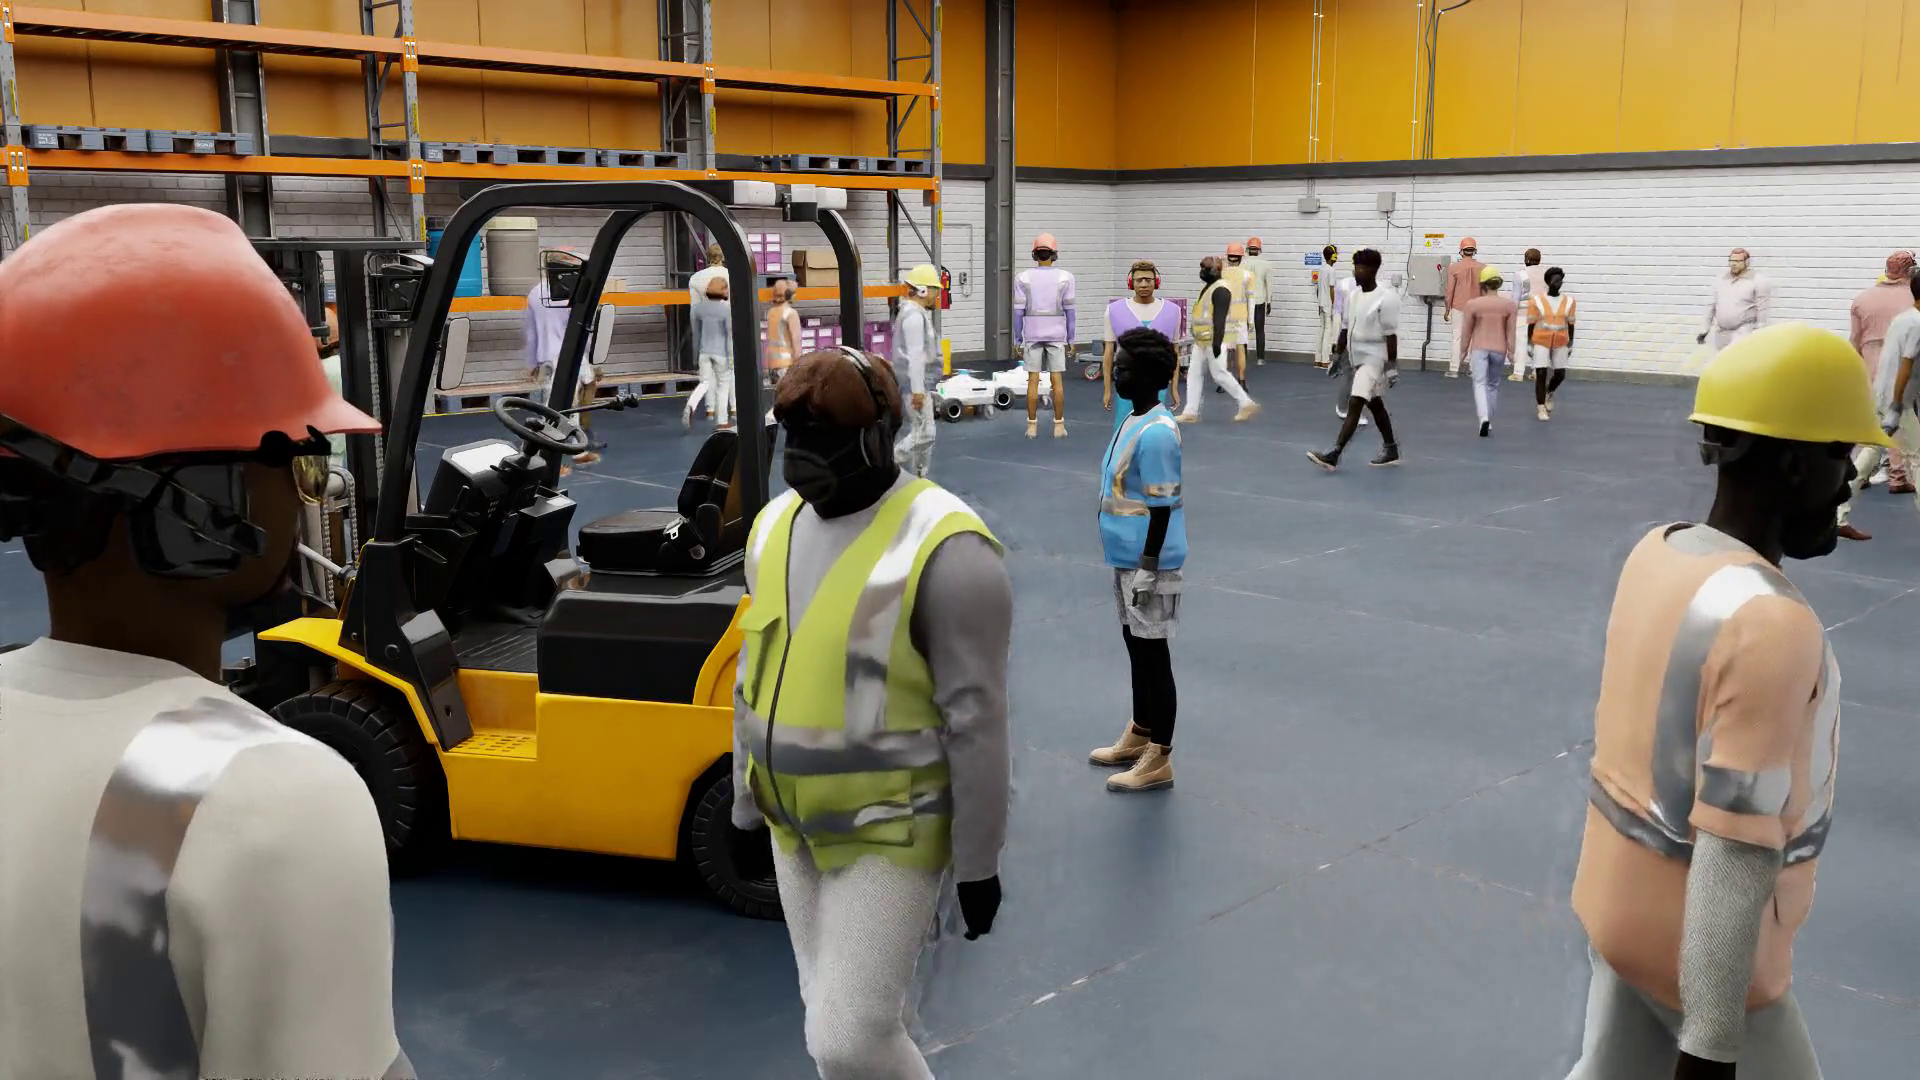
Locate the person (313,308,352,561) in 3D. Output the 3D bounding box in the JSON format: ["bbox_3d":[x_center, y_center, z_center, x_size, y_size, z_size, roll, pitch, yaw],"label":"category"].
[{"bbox_3d":[-3.473,-0.467,9.197,0.285,1.633,0.501,-5,12,-26],"label":"person"}]

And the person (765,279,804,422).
[{"bbox_3d":[-1.668,-1.620,15.502,0.655,1.616,0.527,-6,12,-30],"label":"person"}]

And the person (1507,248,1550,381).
[{"bbox_3d":[7.914,-3.125,23.133,0.627,1.844,0.429,-3,11,-14],"label":"person"}]

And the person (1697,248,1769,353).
[{"bbox_3d":[8.630,-2.328,18.703,0.875,1.873,0.648,-6,12,-30],"label":"person"}]

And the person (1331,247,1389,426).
[{"bbox_3d":[4.303,-2.194,17.938,0.612,1.881,0.958,1,10,7],"label":"person"}]

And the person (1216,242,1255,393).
[{"bbox_3d":[3.504,-2.849,21.371,0.556,1.935,0.374,2,11,12],"label":"person"}]

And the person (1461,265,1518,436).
[{"bbox_3d":[5.388,-1.929,16.945,0.530,1.734,0.890,1,10,6],"label":"person"}]

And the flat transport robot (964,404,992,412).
[{"bbox_3d":[0.039,-1.638,19.305,0.652,0.197,1.431,0,10,1],"label":"flat transport robot"}]

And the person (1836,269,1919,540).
[{"bbox_3d":[6.218,-0.863,10.872,0.963,1.808,0.519,2,11,11],"label":"person"}]

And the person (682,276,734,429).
[{"bbox_3d":[-2.565,-1.894,17.043,0.538,1.607,0.670,5,11,25],"label":"person"}]

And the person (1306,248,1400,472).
[{"bbox_3d":[3.456,-1.546,14.330,1.047,1.907,0.612,-4,11,-19],"label":"person"}]

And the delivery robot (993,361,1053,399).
[{"bbox_3d":[0.740,-1.848,19.422,0.707,0.478,0.477,0,10,1],"label":"delivery robot"}]

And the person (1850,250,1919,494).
[{"bbox_3d":[7.348,-1.320,13.109,0.409,1.909,0.640,-8,13,-37],"label":"person"}]

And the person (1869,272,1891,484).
[{"bbox_3d":[7.555,-1.332,13.622,0.296,1.744,0.486,0,10,-1],"label":"person"}]

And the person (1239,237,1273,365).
[{"bbox_3d":[4.572,-3.729,26.003,0.622,1.992,0.395,1,10,8],"label":"person"}]

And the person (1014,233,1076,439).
[{"bbox_3d":[0.841,-2.023,16.576,0.615,2.038,0.395,1,10,4],"label":"person"}]

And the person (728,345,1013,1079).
[{"bbox_3d":[-0.200,0.546,3.155,0.446,1.824,0.650,-9,14,-41],"label":"person"}]

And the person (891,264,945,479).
[{"bbox_3d":[-0.375,-1.169,12.560,0.546,1.809,0.606,0,10,-1],"label":"person"}]

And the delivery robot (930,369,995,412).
[{"bbox_3d":[0.028,-1.629,18.225,0.707,0.478,0.477,-5,12,-27],"label":"delivery robot"}]

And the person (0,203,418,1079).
[{"bbox_3d":[-0.638,0.749,1.450,0.605,2.045,0.385,6,12,31],"label":"person"}]

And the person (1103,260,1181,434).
[{"bbox_3d":[1.327,-1.121,12.187,0.567,1.844,0.375,-1,10,-3],"label":"person"}]

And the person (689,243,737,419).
[{"bbox_3d":[-2.652,-2.286,18.307,0.627,1.934,0.371,0,10,-3],"label":"person"}]

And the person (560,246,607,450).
[{"bbox_3d":[-3.596,-1.791,15.634,0.645,1.916,0.567,-8,13,-38],"label":"person"}]

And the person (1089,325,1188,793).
[{"bbox_3d":[0.663,0.069,6.105,0.318,1.699,0.535,-1,10,-6],"label":"person"}]

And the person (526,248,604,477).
[{"bbox_3d":[-3.277,-1.499,14.095,0.642,1.904,0.902,8,13,37],"label":"person"}]

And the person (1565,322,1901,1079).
[{"bbox_3d":[1.276,0.613,2.624,0.871,1.887,0.607,0,10,2],"label":"person"}]

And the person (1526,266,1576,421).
[{"bbox_3d":[6.462,-2.158,18.272,0.533,1.686,0.507,1,10,6],"label":"person"}]

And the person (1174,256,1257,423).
[{"bbox_3d":[2.768,-2.154,17.920,0.875,1.811,0.630,-2,11,-9],"label":"person"}]

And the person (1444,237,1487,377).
[{"bbox_3d":[7.203,-3.309,23.716,0.613,1.994,0.382,-1,10,-5],"label":"person"}]

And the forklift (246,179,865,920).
[{"bbox_3d":[-1.114,-0.058,5.440,2.313,2.155,1.214,2,11,13],"label":"forklift"}]

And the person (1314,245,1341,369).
[{"bbox_3d":[5.614,-3.545,25.338,0.315,1.871,0.534,-2,11,-12],"label":"person"}]
